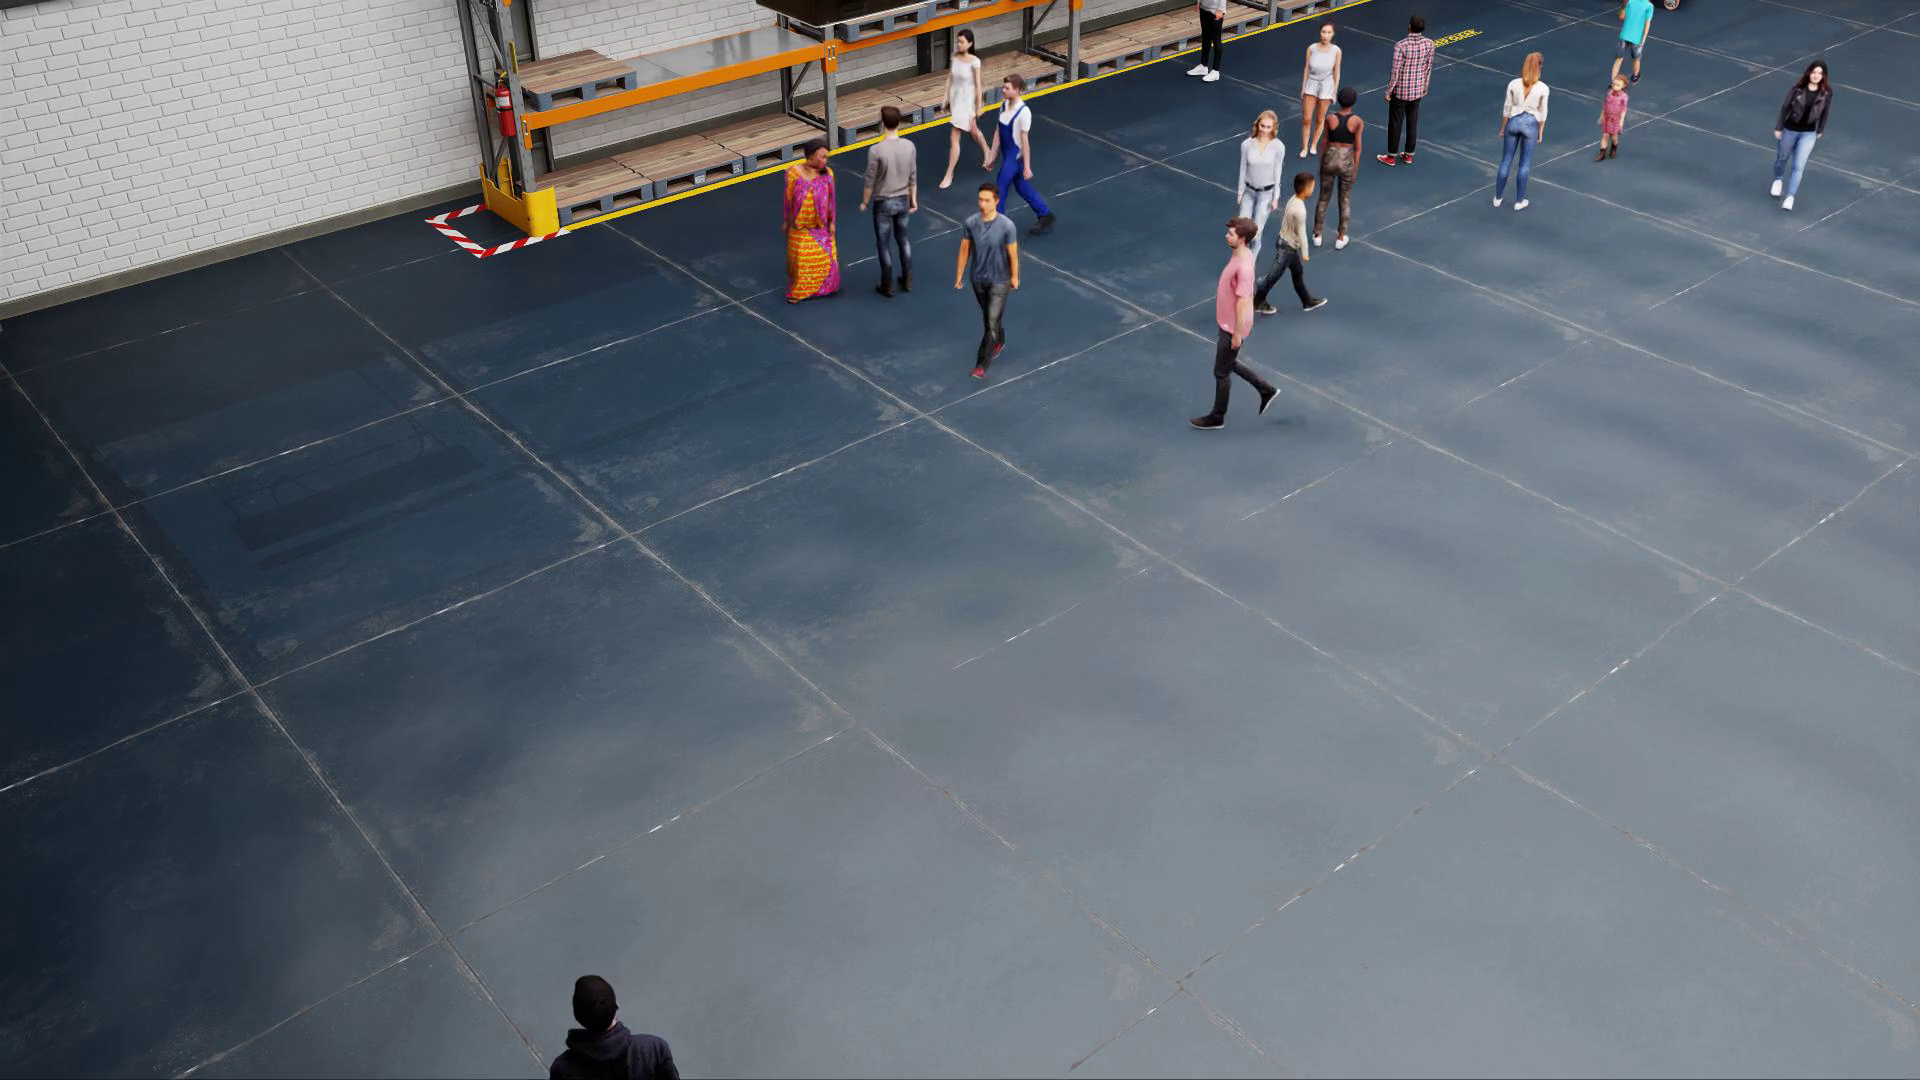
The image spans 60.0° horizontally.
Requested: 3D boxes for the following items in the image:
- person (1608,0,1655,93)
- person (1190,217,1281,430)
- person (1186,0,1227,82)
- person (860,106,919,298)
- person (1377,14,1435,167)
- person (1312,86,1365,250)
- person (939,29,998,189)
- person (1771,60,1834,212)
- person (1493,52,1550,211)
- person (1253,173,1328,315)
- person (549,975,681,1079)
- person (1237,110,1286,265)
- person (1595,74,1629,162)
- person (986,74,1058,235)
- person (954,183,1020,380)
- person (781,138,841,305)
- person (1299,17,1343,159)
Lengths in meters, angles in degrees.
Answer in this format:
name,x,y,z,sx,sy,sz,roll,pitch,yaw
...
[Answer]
name,x,y,z,sx,sy,sz,roll,pitch,yaw
person,8.697,-6.520,21.587,0.660,1.413,0.964,23,40,30
person,2.394,-1.809,14.019,1.090,1.945,1.006,1,34,1
person,3.344,-7.056,21.926,0.633,1.930,0.703,-19,38,-27
person,-0.668,-3.287,16.282,0.649,1.901,0.824,-16,37,-22
person,5.204,-5.244,19.353,0.684,1.760,0.834,-9,35,-14
person,3.952,-3.900,17.389,0.663,1.696,0.686,11,35,16
person,0.099,-4.922,18.903,1.215,1.723,0.658,-29,43,-36
person,9.246,-4.500,18.390,0.992,1.587,1.214,12,36,18
person,6.162,-4.494,18.258,0.679,1.723,0.646,16,37,23
person,3.083,-2.810,15.990,1.018,1.430,0.942,0,34,0
person,-1.451,2.743,7.285,1.258,1.818,1.168,-5,34,-7
person,3.009,-3.455,16.649,0.787,1.774,0.916,15,37,22
person,7.734,-5.004,19.666,0.430,1.013,0.560,28,43,35
person,0.639,-3.990,17.424,1.351,1.807,0.855,-15,36,-21
person,0.304,-2.400,15.065,0.990,1.771,1.221,14,36,20
person,-1.446,-3.136,16.282,0.820,1.649,0.928,1,34,1
person,4.261,-5.361,19.677,0.752,1.597,0.813,8,34,12
